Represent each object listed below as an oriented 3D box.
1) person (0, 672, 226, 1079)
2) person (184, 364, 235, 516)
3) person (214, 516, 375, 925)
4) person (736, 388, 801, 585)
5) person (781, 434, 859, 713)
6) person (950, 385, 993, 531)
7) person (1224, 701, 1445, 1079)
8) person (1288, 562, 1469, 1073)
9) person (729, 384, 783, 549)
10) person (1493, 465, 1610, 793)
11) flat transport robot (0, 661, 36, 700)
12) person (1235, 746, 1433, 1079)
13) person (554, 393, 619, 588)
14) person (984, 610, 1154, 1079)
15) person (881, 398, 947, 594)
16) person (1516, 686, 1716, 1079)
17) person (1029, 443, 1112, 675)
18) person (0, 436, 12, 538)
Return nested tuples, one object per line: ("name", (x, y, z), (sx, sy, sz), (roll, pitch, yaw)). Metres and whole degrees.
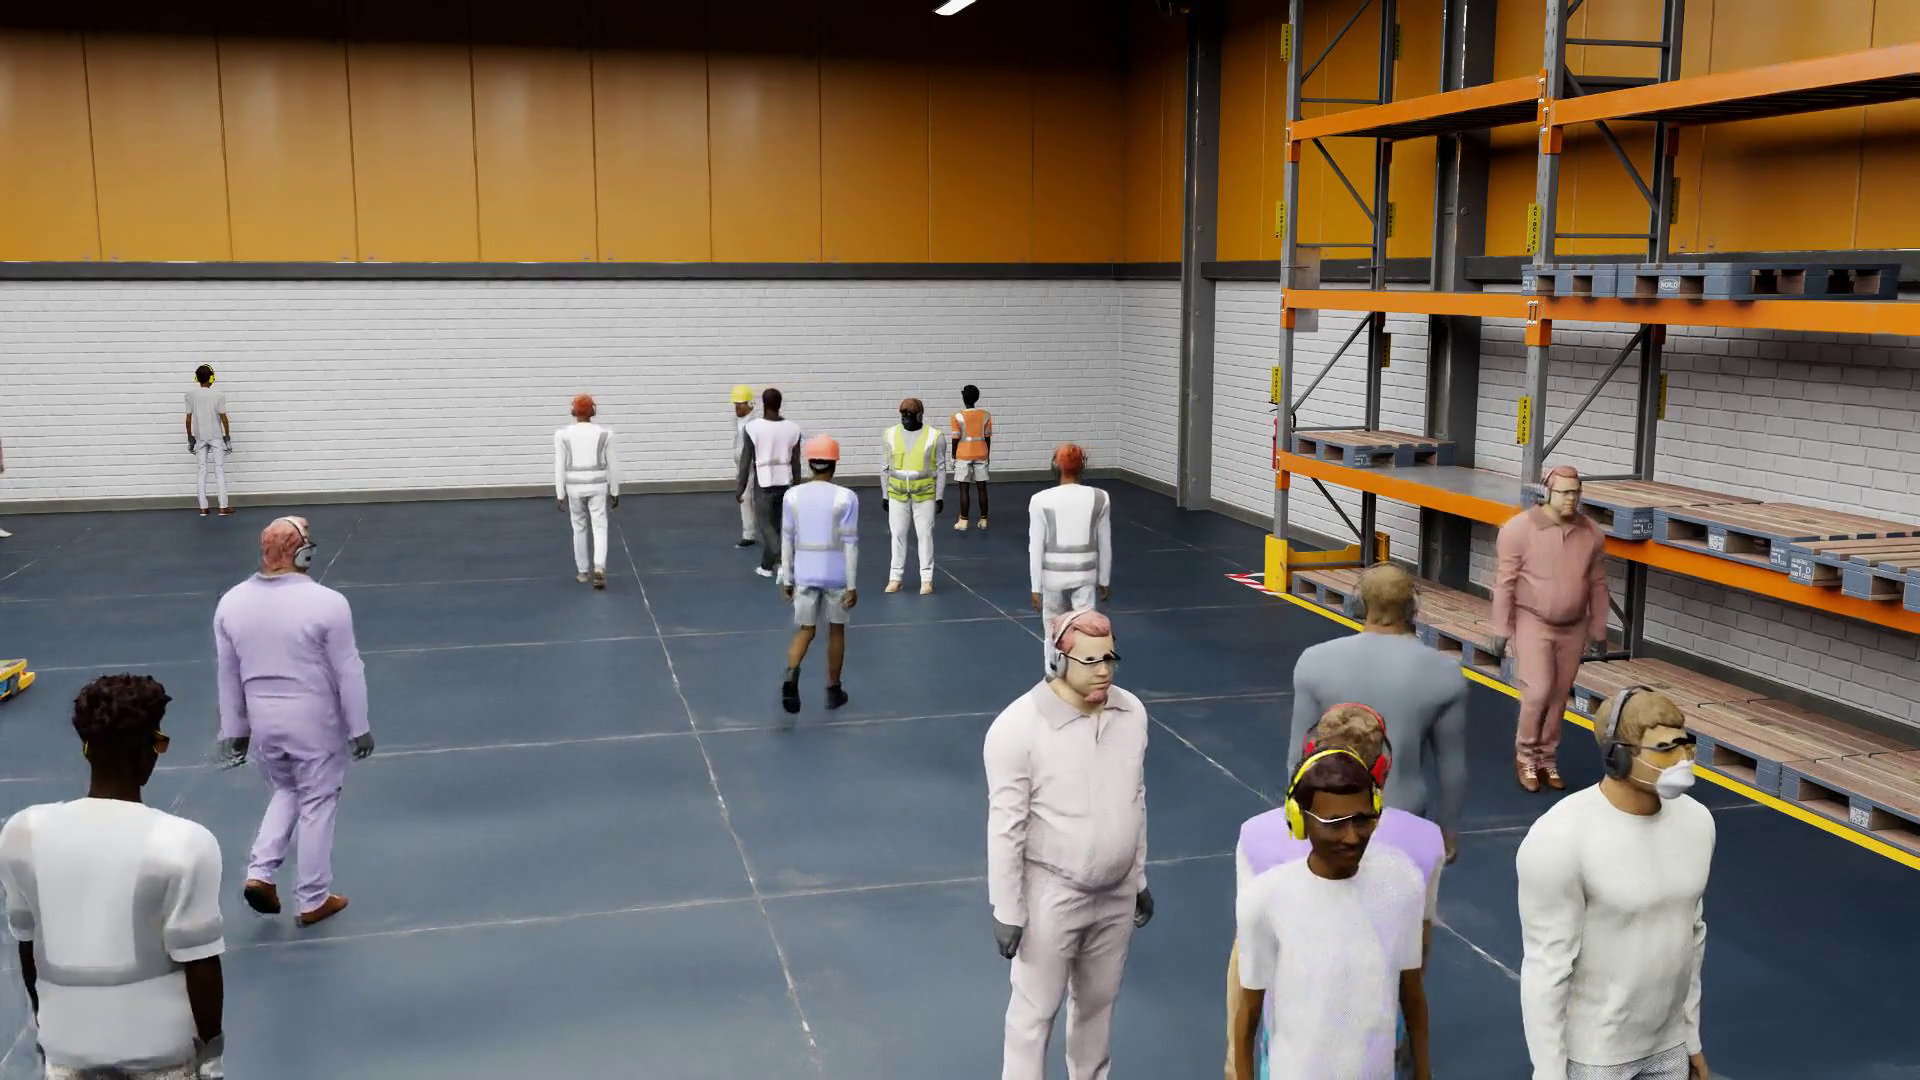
("person", (-2.243, 1.315, 4.419), (0.610, 1.943, 0.850), (0, 9, 0))
("person", (-9.268, -1.231, 20.539), (0.532, 1.871, 0.319), (-1, 9, -7))
("person", (-3.008, 0.831, 7.592), (0.652, 1.890, 0.453), (2, 9, 15))
("person", (-1.802, -0.526, 16.114), (0.638, 1.886, 0.902), (-6, 11, -32))
("person", (-0.960, 0.247, 11.197), (0.549, 1.914, 0.725), (2, 9, 14))
("person", (0.126, -0.956, 19.357), (0.531, 1.698, 0.320), (-4, 10, -23))
("person", (1.036, 1.338, 4.679), (0.574, 1.806, 0.797), (1, 9, 9))
("person", (1.553, 1.041, 6.199), (0.656, 1.921, 0.394), (2, 9, 10))
("person", (-2.197, -0.804, 18.117), (0.633, 1.799, 0.671), (9, 13, 44))
("person", (3.421, 0.519, 9.524), (0.671, 1.892, 0.508), (-2, 9, -10))
("flat transport robot", (-6.903, 1.043, 11.312), (0.652, 0.197, 1.431), (-2, 9, -10))
("person", (0.926, 1.392, 4.265), (0.527, 1.844, 0.781), (-3, 9, -15))
("person", (-3.553, -0.471, 15.848), (0.591, 1.856, 0.883), (-2, 9, -11))
("person", (0.391, 1.163, 5.485), (0.652, 1.904, 0.403), (-6, 11, -34))
("person", (-0.439, -0.408, 15.506), (0.624, 1.838, 0.430), (2, 9, 11))
("person", (1.717, 1.329, 4.344), (0.631, 1.940, 0.372), (-5, 10, -28))
("person", (0.753, 0.268, 11.235), (0.578, 1.853, 0.920), (-1, 9, -7))
("person", (-11.034, -0.891, 18.746), (0.533, 1.765, 0.331), (0, 9, 3))
